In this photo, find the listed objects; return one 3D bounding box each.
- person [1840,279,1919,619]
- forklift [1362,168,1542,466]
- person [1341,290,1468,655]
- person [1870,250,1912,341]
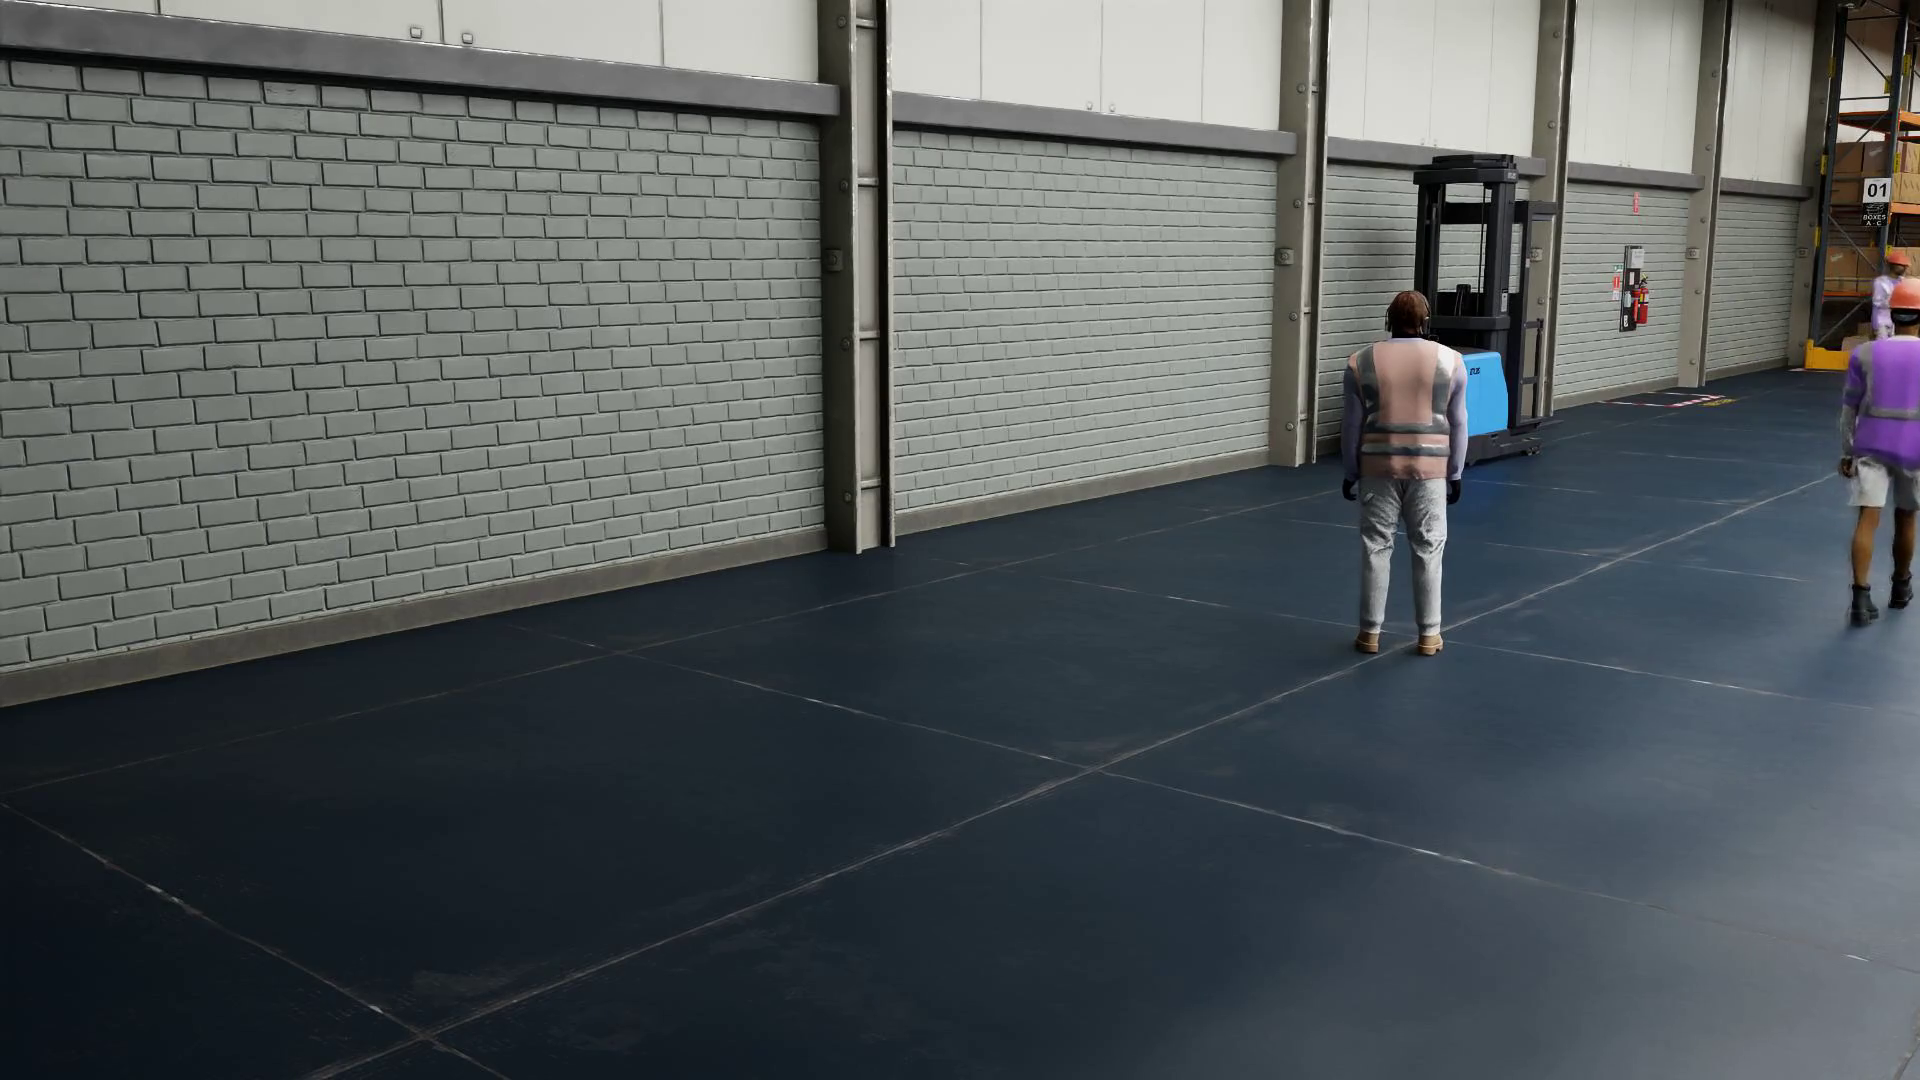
[{"bbox_3d":[5.229,-0.512,9.325,0.563,1.886,0.986,8,13,37],"label":"person"},{"bbox_3d":[4.875,-2.212,16.287,1.129,2.768,1.873,8,13,40],"label":"forklift"},{"bbox_3d":[2.253,-0.342,8.472,0.621,1.845,0.429,3,10,14],"label":"person"},{"bbox_3d":[12.970,-3.029,23.253,0.620,2.022,0.514,-3,11,-19],"label":"person"}]
